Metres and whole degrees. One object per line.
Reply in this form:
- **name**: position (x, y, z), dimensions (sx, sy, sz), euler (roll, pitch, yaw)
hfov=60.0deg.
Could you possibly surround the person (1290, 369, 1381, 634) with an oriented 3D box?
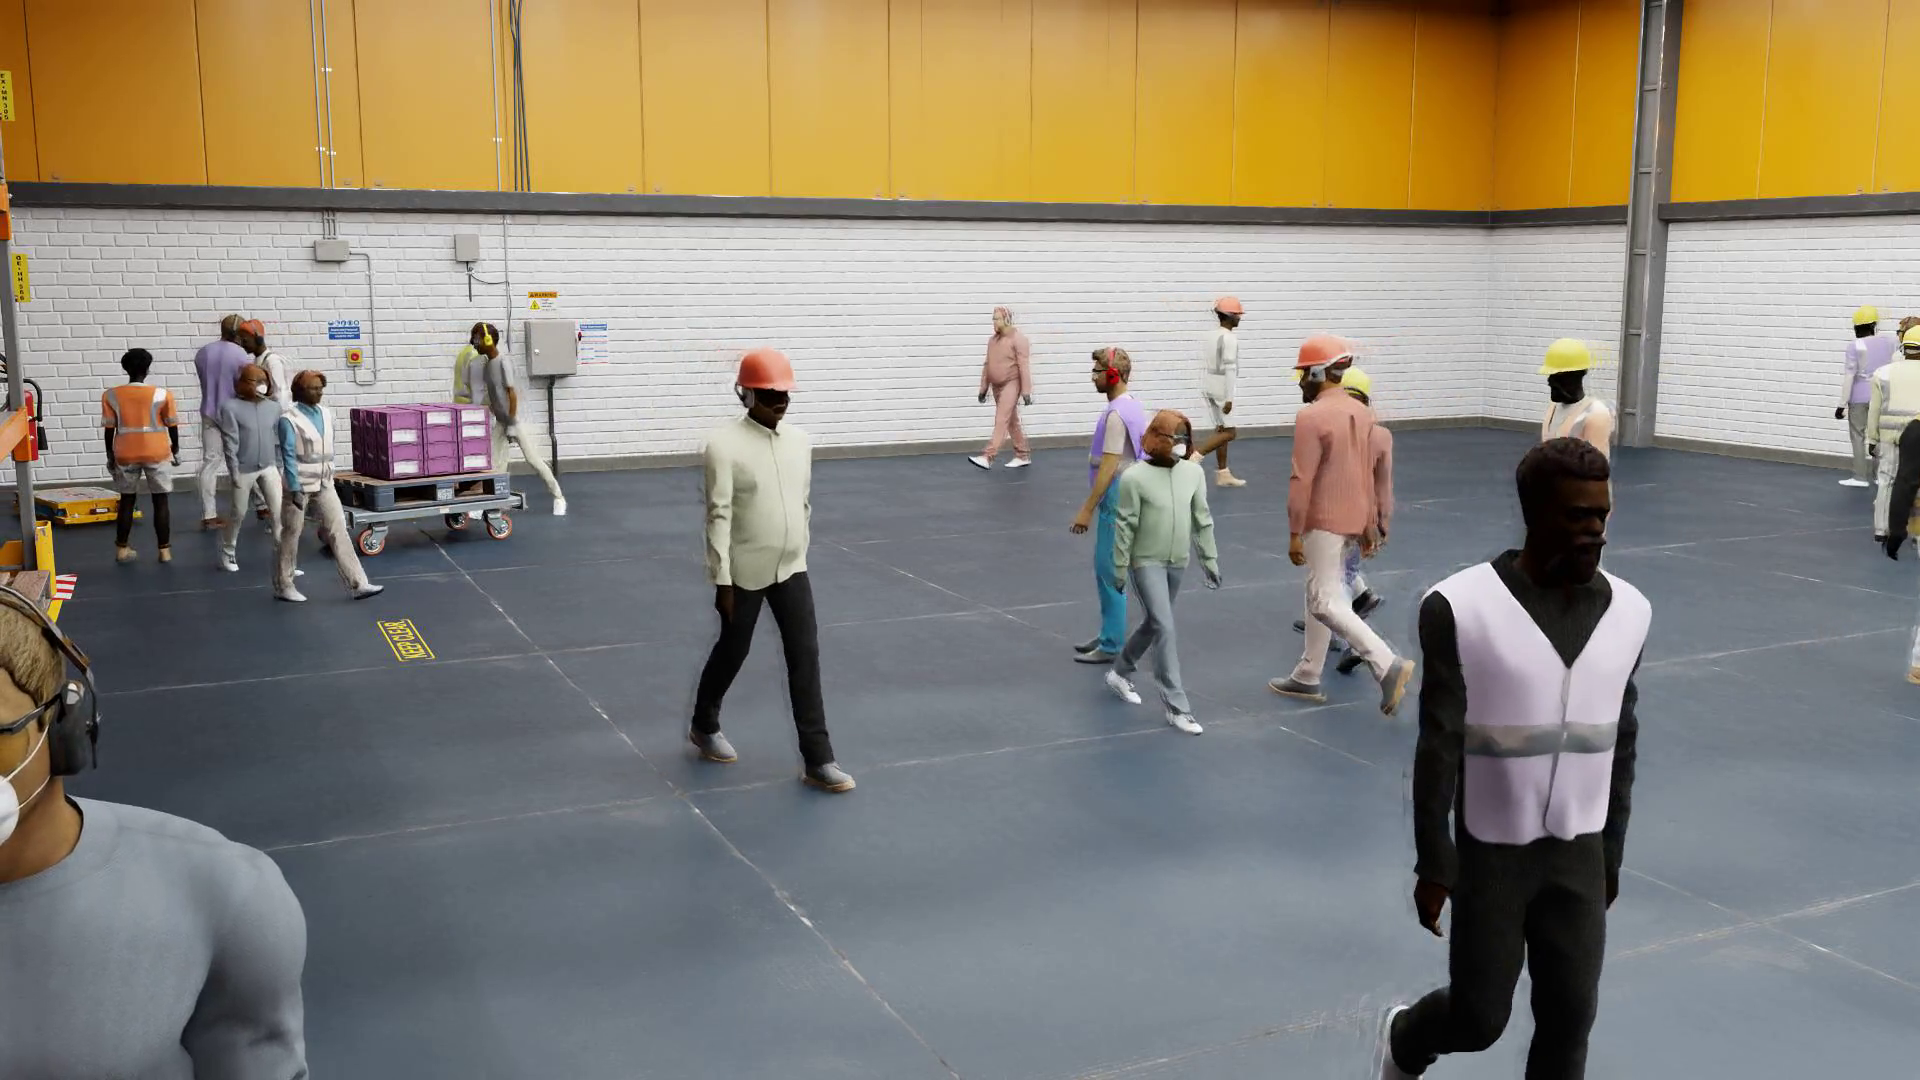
- **person**: position (2.282, -0.283, 10.254), dimensions (0.479, 1.808, 0.619), euler (5, 11, 31)

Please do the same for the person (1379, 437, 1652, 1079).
- **person**: position (1.306, 0.690, 3.935), dimensions (0.605, 1.901, 0.678), euler (-2, 9, -14)

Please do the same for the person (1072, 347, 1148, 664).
- **person**: position (0.877, -0.190, 9.622), dimensions (0.449, 1.831, 0.586), euler (1, 9, 8)

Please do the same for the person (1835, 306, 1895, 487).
- **person**: position (9.585, -1.499, 17.560), dimensions (0.707, 1.902, 0.357), euler (-3, 9, -15)

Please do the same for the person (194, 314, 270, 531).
- **person**: position (-6.465, -1.064, 14.835), dimensions (0.657, 1.885, 0.971), euler (2, 9, 12)

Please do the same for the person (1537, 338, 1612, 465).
- **person**: position (3.264, -0.161, 9.230), dimensions (0.809, 1.895, 0.617), euler (-2, 9, -10)

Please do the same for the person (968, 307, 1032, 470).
- **person**: position (0.439, -1.723, 19.040), dimensions (0.992, 1.854, 0.683), euler (-6, 11, -33)

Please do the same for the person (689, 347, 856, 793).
- **person**: position (-0.910, 0.109, 7.417), dimensions (0.639, 1.948, 1.031), euler (-9, 13, -44)

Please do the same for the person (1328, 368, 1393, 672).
- **person**: position (2.225, -0.125, 9.587), dimensions (0.540, 1.721, 0.898), euler (-2, 9, -12)

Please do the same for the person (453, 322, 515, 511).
- **person**: position (-4.491, -1.149, 15.668), dimensions (0.731, 1.792, 0.679), euler (-5, 11, -30)

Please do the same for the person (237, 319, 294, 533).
- **person**: position (-5.949, -0.972, 14.361), dimensions (0.437, 1.860, 0.611), euler (-6, 11, -34)

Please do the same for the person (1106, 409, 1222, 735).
- **person**: position (1.005, 0.120, 8.430), dimensions (0.517, 1.591, 0.849), euler (-5, 11, -30)

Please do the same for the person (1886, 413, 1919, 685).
- **person**: position (5.280, -0.023, 8.675), dimensions (0.650, 1.795, 0.934), euler (-1, 9, -6)

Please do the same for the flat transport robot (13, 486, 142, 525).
- **flat transport robot**: position (-8.141, -0.331, 15.310), dimensions (1.431, 0.197, 0.652), euler (9, 13, 44)

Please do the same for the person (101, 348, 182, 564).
- **person**: position (-6.315, -0.640, 12.869), dimensions (0.542, 1.688, 0.397), euler (-2, 9, -10)

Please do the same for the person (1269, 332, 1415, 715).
- **person**: position (1.979, -0.078, 8.534), dimensions (0.643, 1.961, 0.868), euler (-9, 13, -44)

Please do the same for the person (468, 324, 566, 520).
- **person**: position (-4.114, -1.091, 15.332), dimensions (0.994, 1.804, 0.572), euler (-8, 12, -42)

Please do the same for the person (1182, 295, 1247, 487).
- **person**: position (2.668, -1.535, 17.350), dimensions (0.667, 2.029, 0.613), euler (-2, 9, -12)

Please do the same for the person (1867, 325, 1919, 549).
- **person**: position (7.787, -0.842, 13.655), dimensions (0.600, 1.829, 0.404), euler (8, 12, 40)

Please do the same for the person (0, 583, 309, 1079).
- **person**: position (-1.060, 0.996, 1.922), dimensions (0.629, 1.940, 0.379), euler (-4, 10, -21)

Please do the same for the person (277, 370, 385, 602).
- **person**: position (-4.361, -0.349, 11.306), dimensions (0.832, 1.595, 0.546), euler (4, 10, 22)

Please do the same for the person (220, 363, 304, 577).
- **person**: position (-5.306, -0.530, 12.453), dimensions (0.848, 1.593, 0.507), euler (7, 12, 39)

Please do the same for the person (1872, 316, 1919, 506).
- **person**: position (9.058, -1.214, 15.925), dimensions (0.514, 1.843, 0.333), euler (-4, 10, -22)
